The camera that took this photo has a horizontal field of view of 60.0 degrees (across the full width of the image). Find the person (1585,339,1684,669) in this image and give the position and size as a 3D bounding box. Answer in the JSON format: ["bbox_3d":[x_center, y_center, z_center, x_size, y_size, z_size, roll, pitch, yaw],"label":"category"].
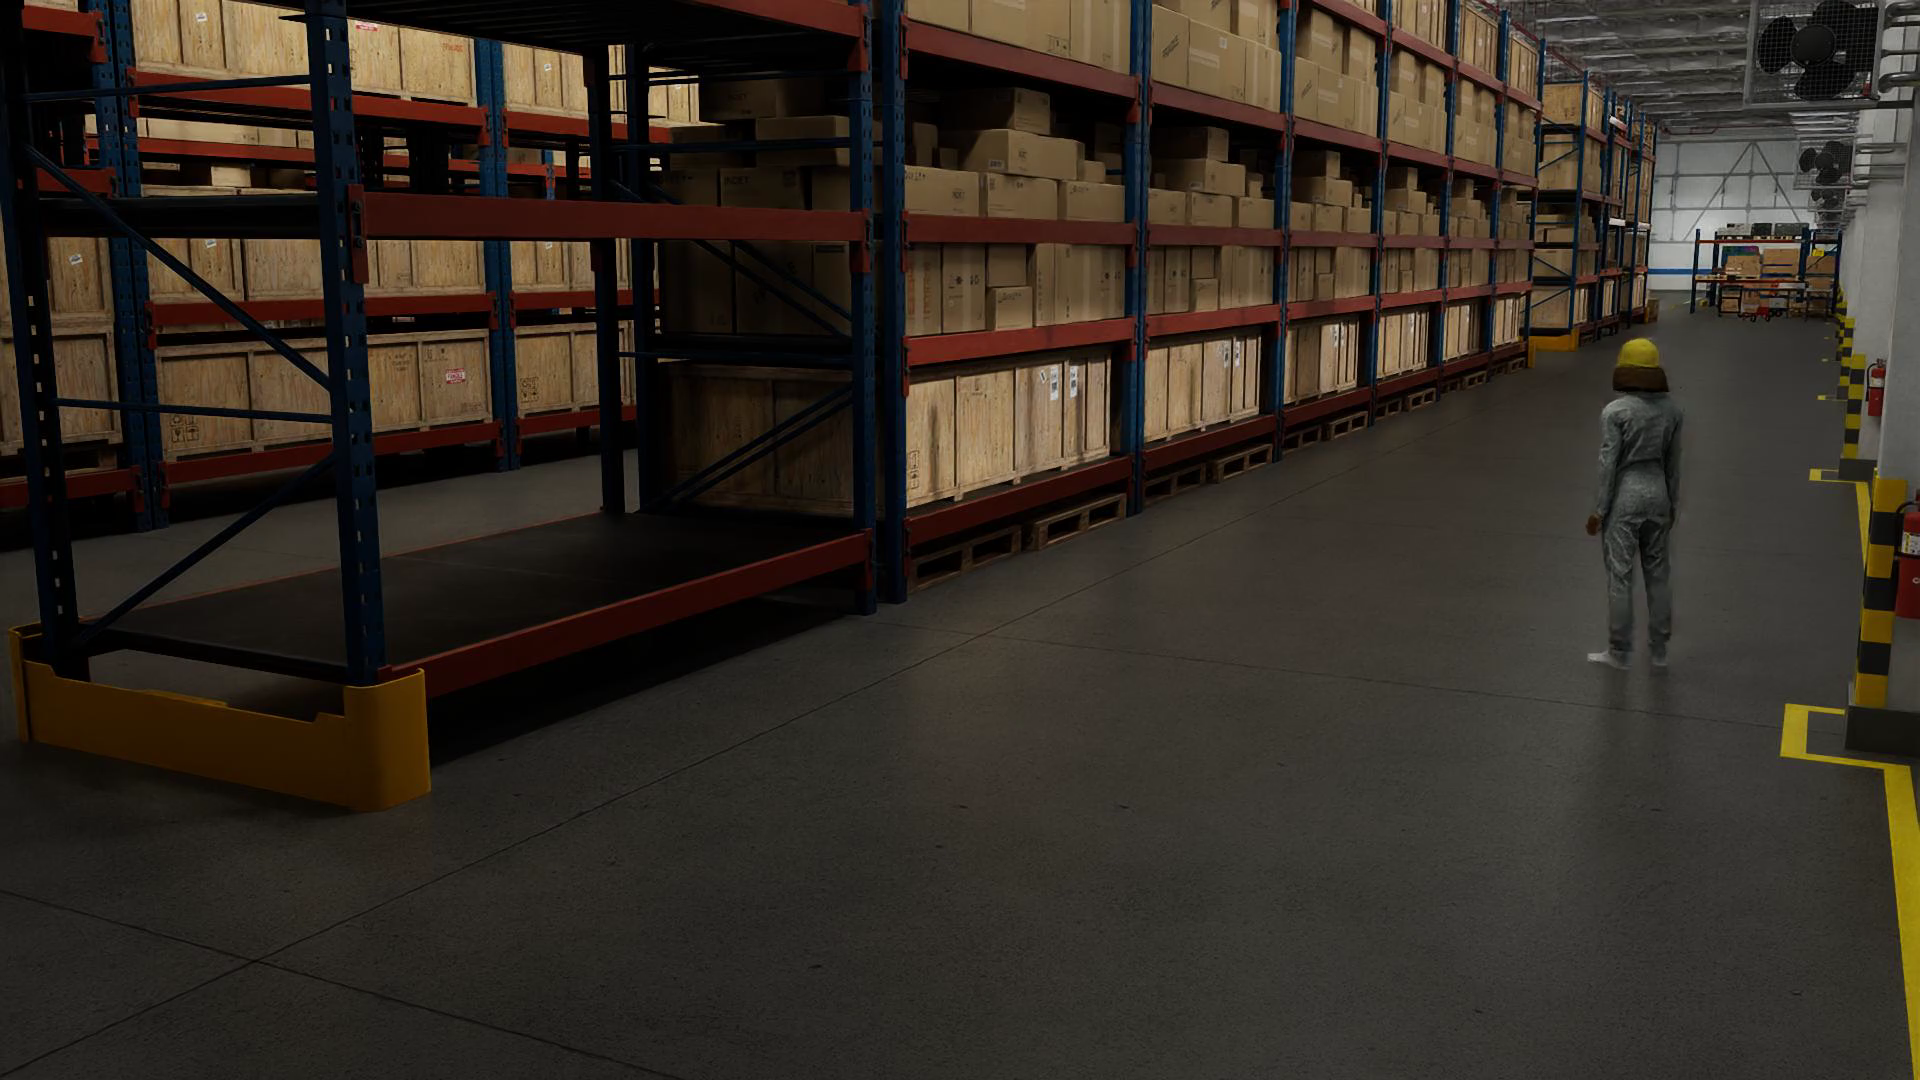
[{"bbox_3d":[3.577,-0.183,8.751,0.581,1.730,0.317,-2,10,-14],"label":"person"}]
